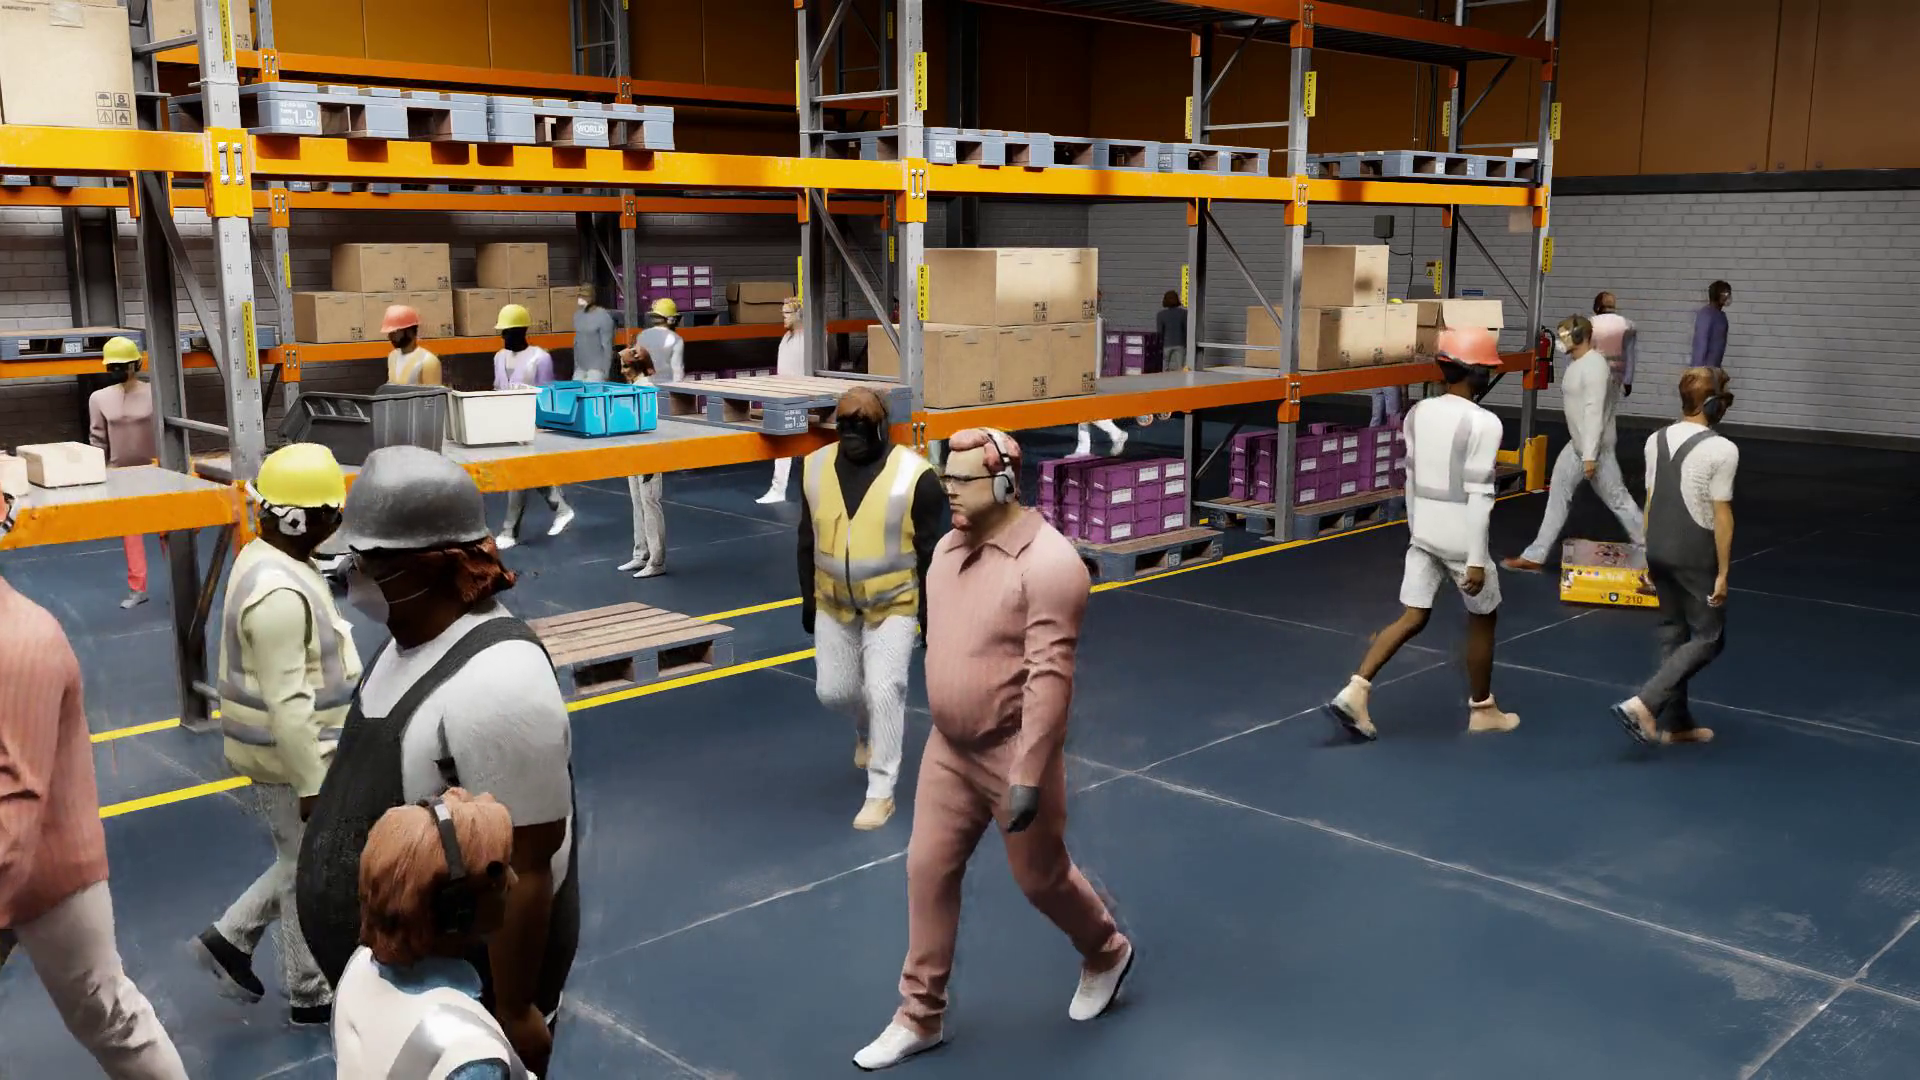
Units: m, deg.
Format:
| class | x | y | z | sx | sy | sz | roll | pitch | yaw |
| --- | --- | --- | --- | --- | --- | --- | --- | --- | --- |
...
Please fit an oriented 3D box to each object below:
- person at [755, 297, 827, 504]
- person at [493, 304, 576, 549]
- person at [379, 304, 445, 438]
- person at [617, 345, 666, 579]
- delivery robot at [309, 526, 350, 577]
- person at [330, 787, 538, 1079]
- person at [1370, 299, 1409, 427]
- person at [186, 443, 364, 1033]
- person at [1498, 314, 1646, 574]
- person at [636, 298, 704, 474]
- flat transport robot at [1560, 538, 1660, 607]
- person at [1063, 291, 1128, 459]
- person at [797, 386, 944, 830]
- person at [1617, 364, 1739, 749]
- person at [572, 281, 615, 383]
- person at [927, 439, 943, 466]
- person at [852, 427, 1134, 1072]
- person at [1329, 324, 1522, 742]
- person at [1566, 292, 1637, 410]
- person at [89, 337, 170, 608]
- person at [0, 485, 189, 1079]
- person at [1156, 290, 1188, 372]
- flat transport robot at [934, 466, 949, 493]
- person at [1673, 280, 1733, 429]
| class | x | y | z | sx | sy | sz | roll | pitch | yaw |
| --- | --- | --- | --- | --- | --- | --- | --- | --- | --- |
| person | -1.383 | -1.275 | 15.105 | 0.994 | 1.865 | 0.648 | -9 | 13 | -39 |
| person | -3.386 | -0.913 | 13.060 | 0.604 | 1.888 | 0.969 | 7 | 13 | 34 |
| person | -4.068 | -0.850 | 12.666 | 0.553 | 1.903 | 0.876 | 9 | 14 | 41 |
| person | -2.250 | -0.554 | 11.758 | 0.309 | 1.640 | 0.514 | -6 | 12 | -29 |
| delivery robot | -4.355 | 0.045 | 11.196 | 0.707 | 0.478 | 0.477 | -7 | 12 | -33 |
| person | -0.793 | 1.158 | 2.565 | 0.901 | 1.587 | 0.530 | -8 | 13 | -37 |
| person | 4.368 | -1.559 | 16.897 | 0.309 | 1.769 | 0.525 | -5 | 12 | -27 |
| person | -1.997 | 0.614 | 4.920 | 0.528 | 1.810 | 0.615 | -4 | 11 | -19 |
| person | 4.423 | -0.642 | 11.657 | 1.071 | 1.872 | 0.692 | 1 | 10 | 6 |
| person | -2.960 | -1.508 | 16.558 | 0.584 | 1.793 | 0.923 | 5 | 12 | 26 |
| flat transport robot | 4.455 | 0.205 | 11.354 | 0.652 | 0.197 | 1.431 | 4 | 11 | 20 |
| person | 1.430 | -1.749 | 17.650 | 0.595 | 1.872 | 0.598 | -3 | 11 | -14 |
| person | -0.345 | 0.249 | 6.902 | 0.637 | 1.818 | 0.624 | 4 | 11 | 19 |
| person | 3.315 | 0.104 | 7.672 | 0.568 | 1.830 | 0.507 | -4 | 11 | -23 |
| person | -3.902 | -1.804 | 17.793 | 0.516 | 1.925 | 0.656 | -10 | 15 | -44 |
| person | -0.429 | -1.474 | 16.588 | 0.747 | 1.711 | 0.501 | 0 | 10 | -1 |
| person | 0.137 | 0.592 | 4.894 | 0.910 | 1.871 | 0.642 | -9 | 14 | -41 |
| person | 2.245 | -0.014 | 7.848 | 0.999 | 2.008 | 0.615 | -5 | 11 | -24 |
| person | 6.662 | -1.682 | 17.423 | 0.651 | 1.809 | 0.824 | 0 | 10 | 2 |
| person | -5.323 | -0.434 | 10.762 | 0.553 | 1.761 | 0.347 | -1 | 10 | -7 |
| person | -2.197 | 0.769 | 3.702 | 0.630 | 1.940 | 1.030 | 7 | 13 | 34 |
| person | 3.079 | -2.788 | 24.045 | 0.516 | 1.650 | 0.491 | -1 | 10 | -7 |
| flat transport robot | -0.328 | -0.547 | 15.455 | 1.431 | 0.197 | 0.652 | -3 | 11 | -18 |
| person | 8.083 | -1.859 | 18.093 | 0.534 | 1.927 | 0.631 | 7 | 13 | 35 |
